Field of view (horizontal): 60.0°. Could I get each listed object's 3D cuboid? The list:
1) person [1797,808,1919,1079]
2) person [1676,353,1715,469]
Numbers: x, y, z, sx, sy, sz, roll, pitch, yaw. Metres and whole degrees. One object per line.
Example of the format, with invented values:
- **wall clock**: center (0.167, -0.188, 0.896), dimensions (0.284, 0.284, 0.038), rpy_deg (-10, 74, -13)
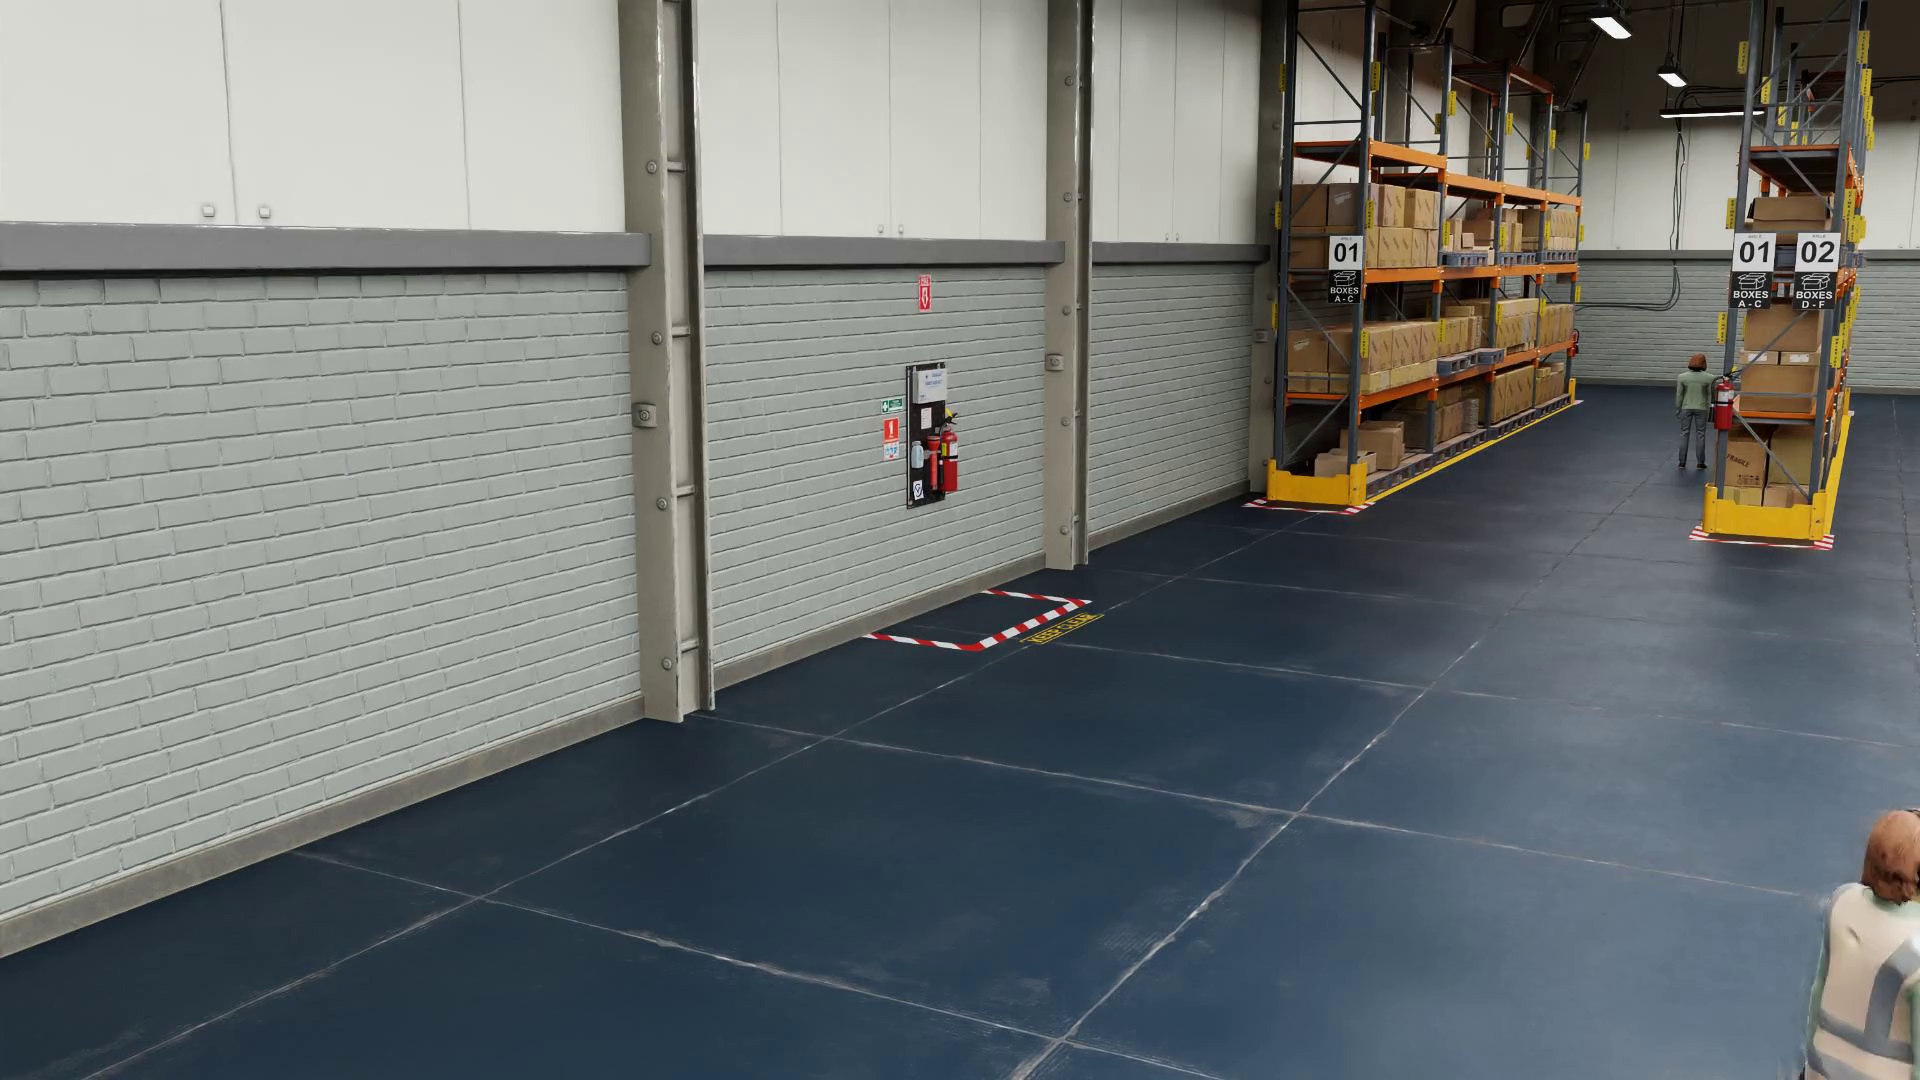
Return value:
- **person**: center (2.269, 1.466, 4.295), dimensions (0.556, 1.626, 0.525), rpy_deg (0, 10, -1)
- **person**: center (10.357, -1.816, 23.458), dimensions (0.501, 1.633, 0.286), rpy_deg (6, 12, 33)
